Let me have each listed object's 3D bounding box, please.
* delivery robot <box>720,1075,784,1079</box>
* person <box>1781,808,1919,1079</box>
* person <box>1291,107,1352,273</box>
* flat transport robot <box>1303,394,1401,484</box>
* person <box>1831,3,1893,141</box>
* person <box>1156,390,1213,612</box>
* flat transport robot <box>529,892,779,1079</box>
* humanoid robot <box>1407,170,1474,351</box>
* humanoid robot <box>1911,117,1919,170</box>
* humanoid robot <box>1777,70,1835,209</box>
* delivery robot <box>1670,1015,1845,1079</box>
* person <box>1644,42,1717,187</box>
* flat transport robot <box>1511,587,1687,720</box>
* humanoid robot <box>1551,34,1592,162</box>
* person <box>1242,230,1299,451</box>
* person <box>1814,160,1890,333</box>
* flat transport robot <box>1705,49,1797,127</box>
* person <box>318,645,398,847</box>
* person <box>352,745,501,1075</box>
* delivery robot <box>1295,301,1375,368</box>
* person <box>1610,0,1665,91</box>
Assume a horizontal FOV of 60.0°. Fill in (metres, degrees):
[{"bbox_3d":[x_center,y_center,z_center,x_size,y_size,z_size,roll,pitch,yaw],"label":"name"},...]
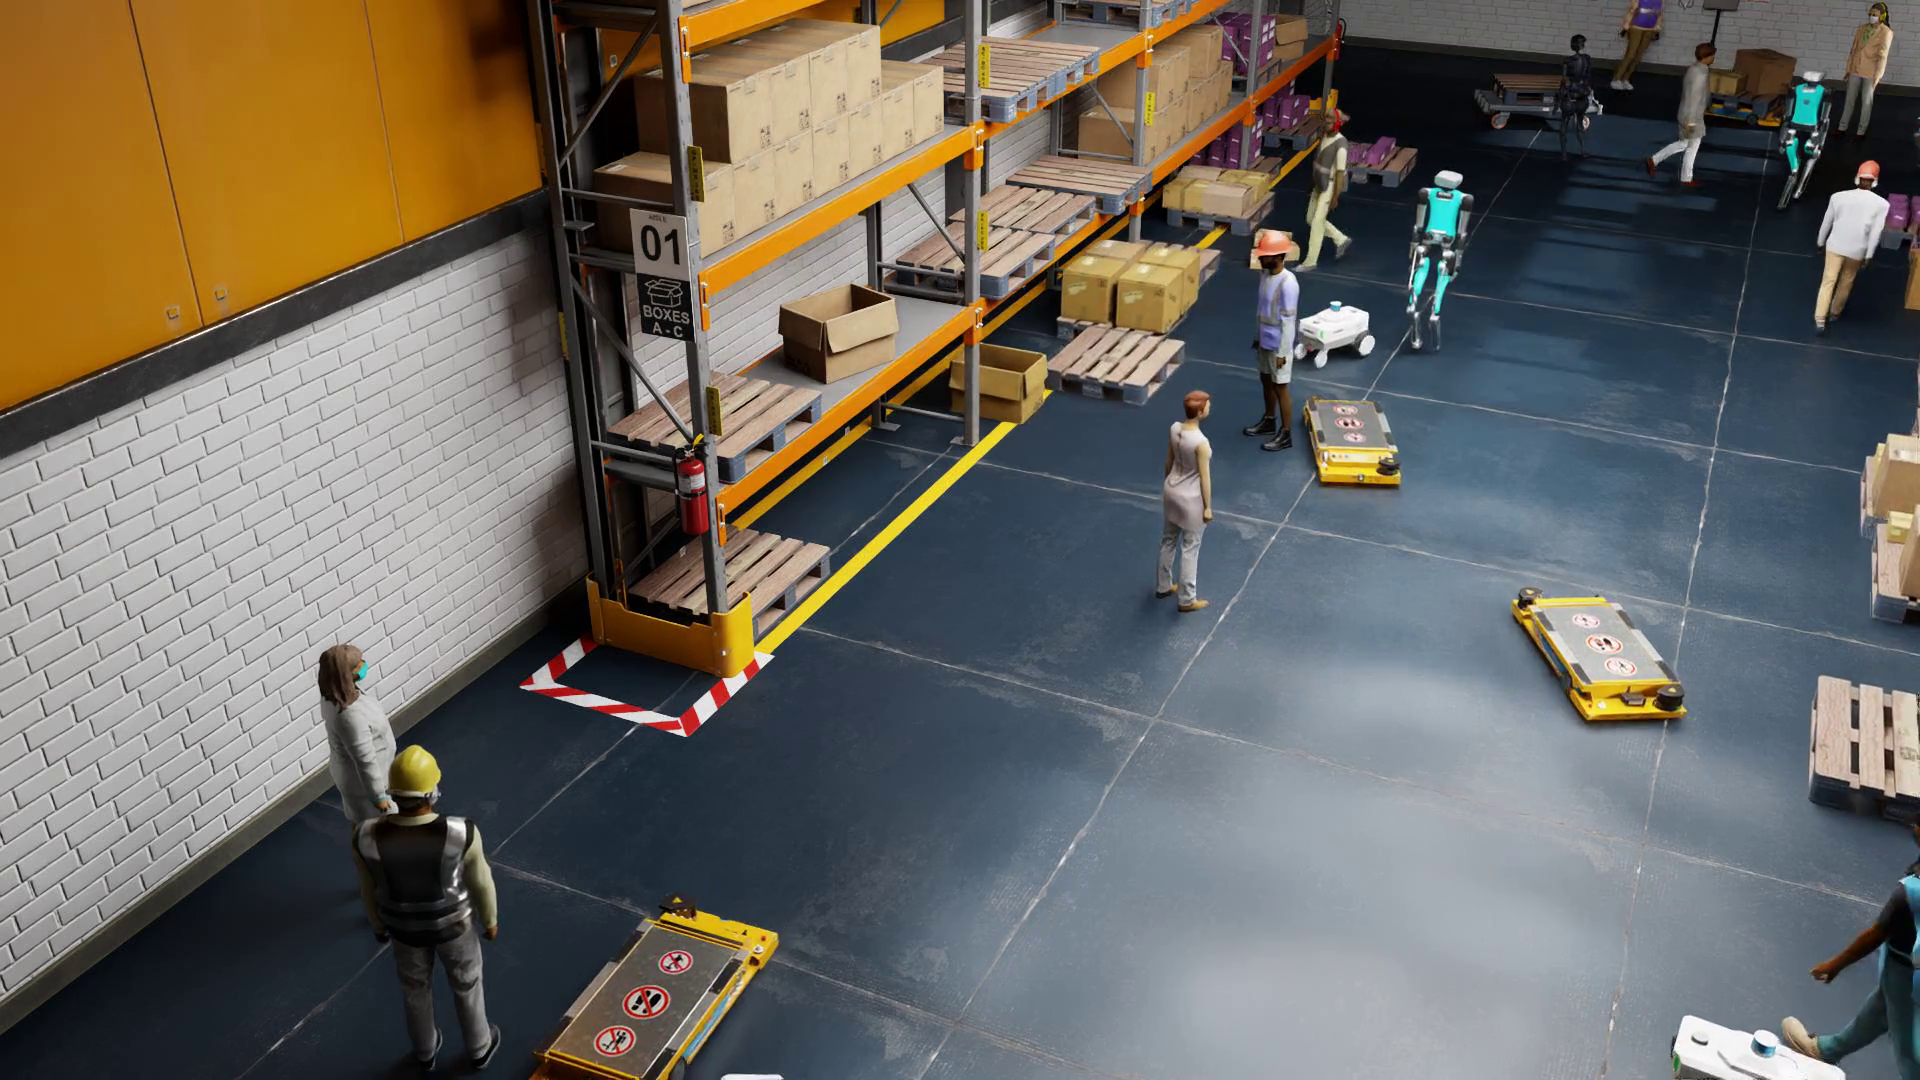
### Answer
[{"bbox_3d":[-0.942,2.764,7.323,0.505,0.614,0.786,0,28,0],"label":"delivery robot"},{"bbox_3d":[4.232,1.958,7.469,0.537,1.817,0.975,-12,31,-22],"label":"person"},{"bbox_3d":[4.028,-3.835,18.200,0.663,1.821,0.592,-5,29,-10],"label":"person"},{"bbox_3d":[3.367,-0.875,14.351,0.659,0.231,1.431,2,28,4],"label":"flat transport robot"},{"bbox_3d":[12.588,-6.511,23.124,0.391,1.869,0.554,-14,32,-25],"label":"person"},{"bbox_3d":[1.610,-0.284,11.784,0.270,1.658,0.458,-17,33,-28],"label":"person"},{"bbox_3d":[-1.533,2.350,8.372,0.659,0.231,1.431,11,30,19],"label":"flat transport robot"},{"bbox_3d":[4.528,-2.602,16.013,0.535,1.805,0.698,14,31,24],"label":"humanoid robot"},{"bbox_3d":[12.760,-5.610,21.635,0.756,1.834,0.556,8,29,15],"label":"humanoid robot"},{"bbox_3d":[10.315,-4.890,20.294,0.530,1.739,1.050,21,35,33],"label":"humanoid robot"},{"bbox_3d":[3.658,2.536,7.745,0.807,0.613,0.499,16,32,27],"label":"delivery robot"},{"bbox_3d":[9.210,-5.387,21.094,0.671,1.813,0.513,5,29,8],"label":"person"},{"bbox_3d":[4.327,0.758,11.324,0.659,0.231,1.431,-1,28,-3],"label":"flat transport robot"},{"bbox_3d":[8.209,-5.862,22.121,0.594,1.646,0.461,-16,32,-27],"label":"humanoid robot"},{"bbox_3d":[2.640,-1.698,14.147,0.430,1.923,0.550,-9,30,-16],"label":"person"},{"bbox_3d":[8.883,-2.939,16.664,0.560,1.708,0.863,16,32,27],"label":"person"},{"bbox_3d":[11.430,-6.329,24.464,1.431,0.231,0.659,22,35,35],"label":"flat transport robot"},{"bbox_3d":[-3.163,1.280,8.887,0.340,1.660,0.486,-17,33,-28],"label":"person"},{"bbox_3d":[-2.477,1.765,7.823,0.602,1.820,0.404,-3,28,-5],"label":"person"},{"bbox_3d":[3.641,-2.037,16.183,0.757,0.575,0.499,-19,34,-31],"label":"delivery robot"},{"bbox_3d":[10.529,-7.917,25.702,0.601,1.886,0.452,-10,30,-17],"label":"person"}]
